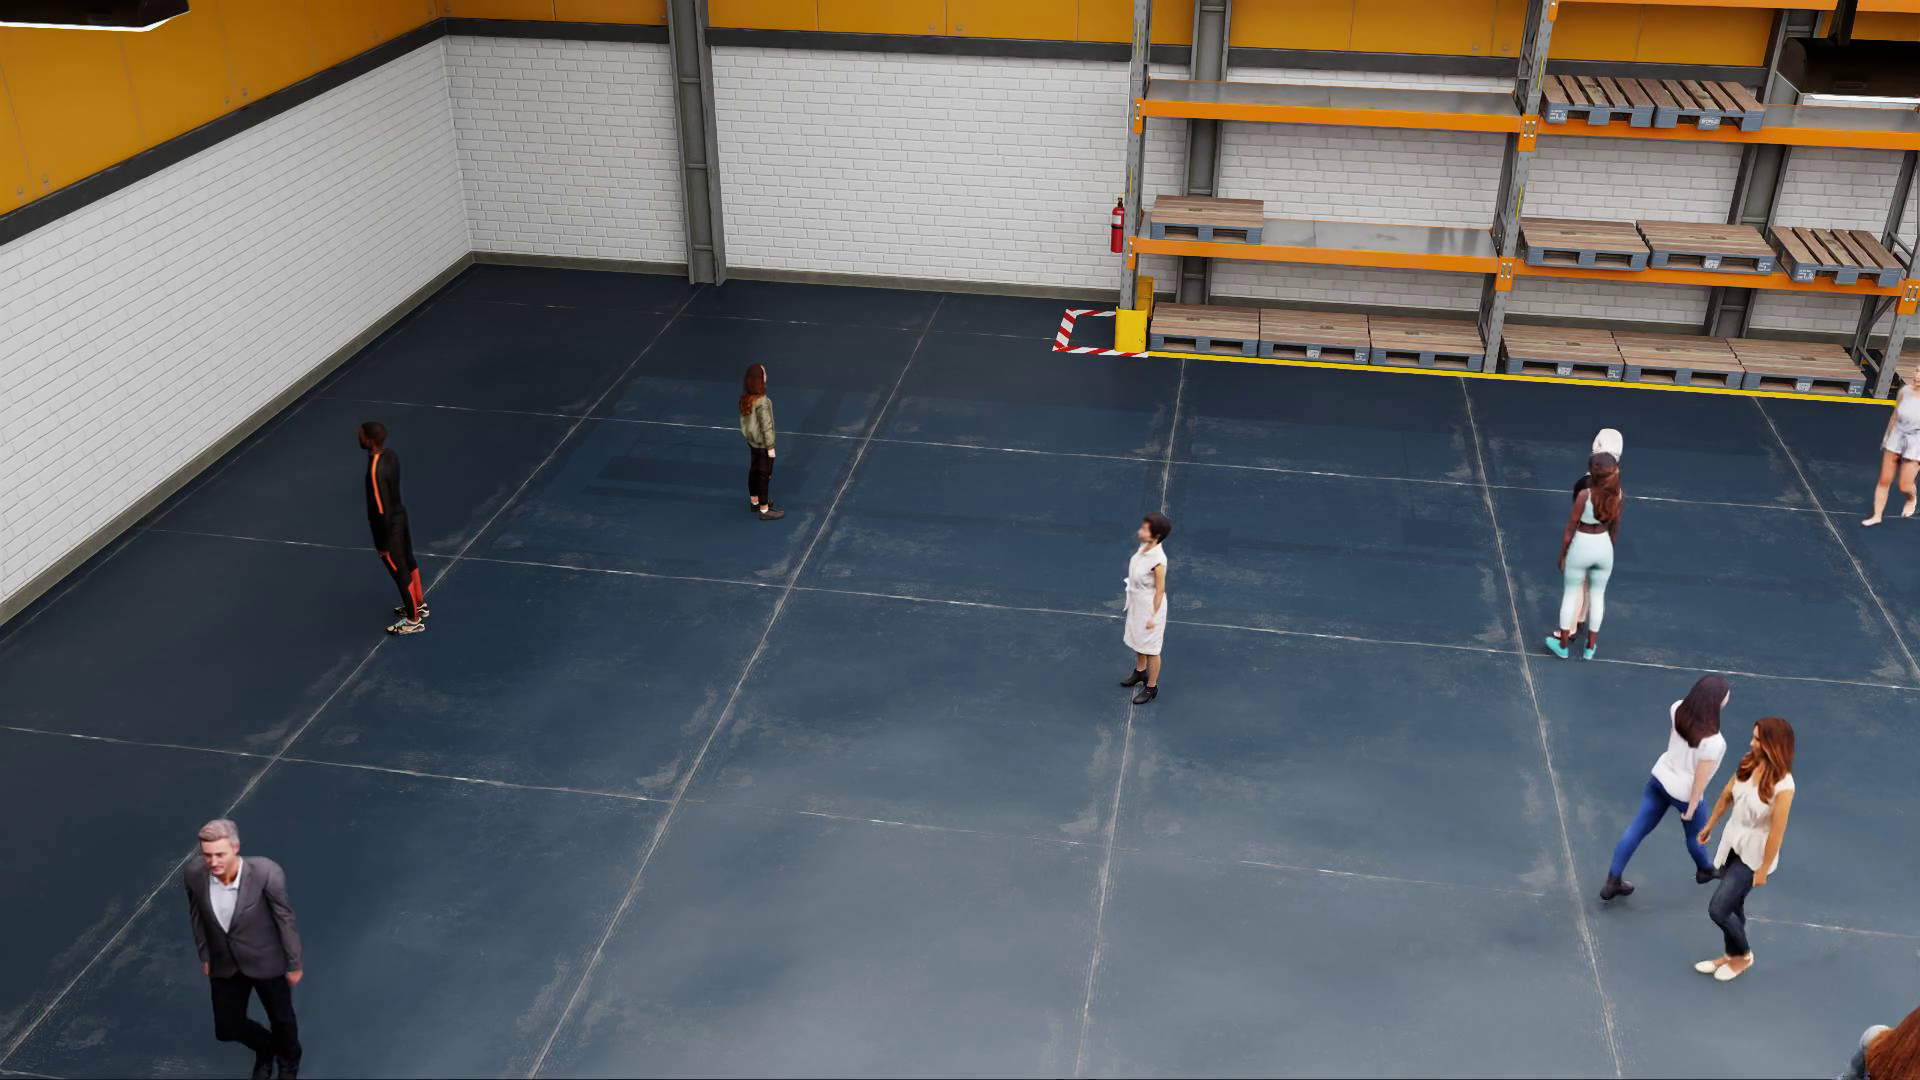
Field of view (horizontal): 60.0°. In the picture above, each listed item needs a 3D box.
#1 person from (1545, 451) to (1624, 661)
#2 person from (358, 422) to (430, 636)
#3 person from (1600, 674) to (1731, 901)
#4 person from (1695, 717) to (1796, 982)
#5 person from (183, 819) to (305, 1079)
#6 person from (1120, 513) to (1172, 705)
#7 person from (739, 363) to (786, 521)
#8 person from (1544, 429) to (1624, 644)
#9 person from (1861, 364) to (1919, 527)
[{"bbox_3d":[4.843,0.125,12.791,0.561,1.720,0.702,1,29,2],"label":"person"},{"bbox_3d":[-4.489,-0.110,13.131,0.610,1.807,0.680,-2,29,-3],"label":"person"},{"bbox_3d":[4.324,1.587,10.223,1.235,1.613,0.976,-10,30,-17],"label":"person"},{"bbox_3d":[4.656,1.807,9.657,0.655,1.768,0.651,-4,29,-7],"label":"person"},{"bbox_3d":[-3.776,2.187,8.899,0.659,1.827,0.859,-1,29,-2],"label":"person"},{"bbox_3d":[1.387,0.485,12.305,0.639,1.553,0.631,-7,29,-12],"label":"person"},{"bbox_3d":[-1.796,-0.896,14.918,0.700,1.476,0.659,-15,32,-26],"label":"person"},{"bbox_3d":[4.897,-0.041,12.981,0.665,1.829,0.653,23,36,36],"label":"person"},{"bbox_3d":[8.430,-0.857,14.718,0.863,1.600,0.793,-15,32,-26],"label":"person"}]
